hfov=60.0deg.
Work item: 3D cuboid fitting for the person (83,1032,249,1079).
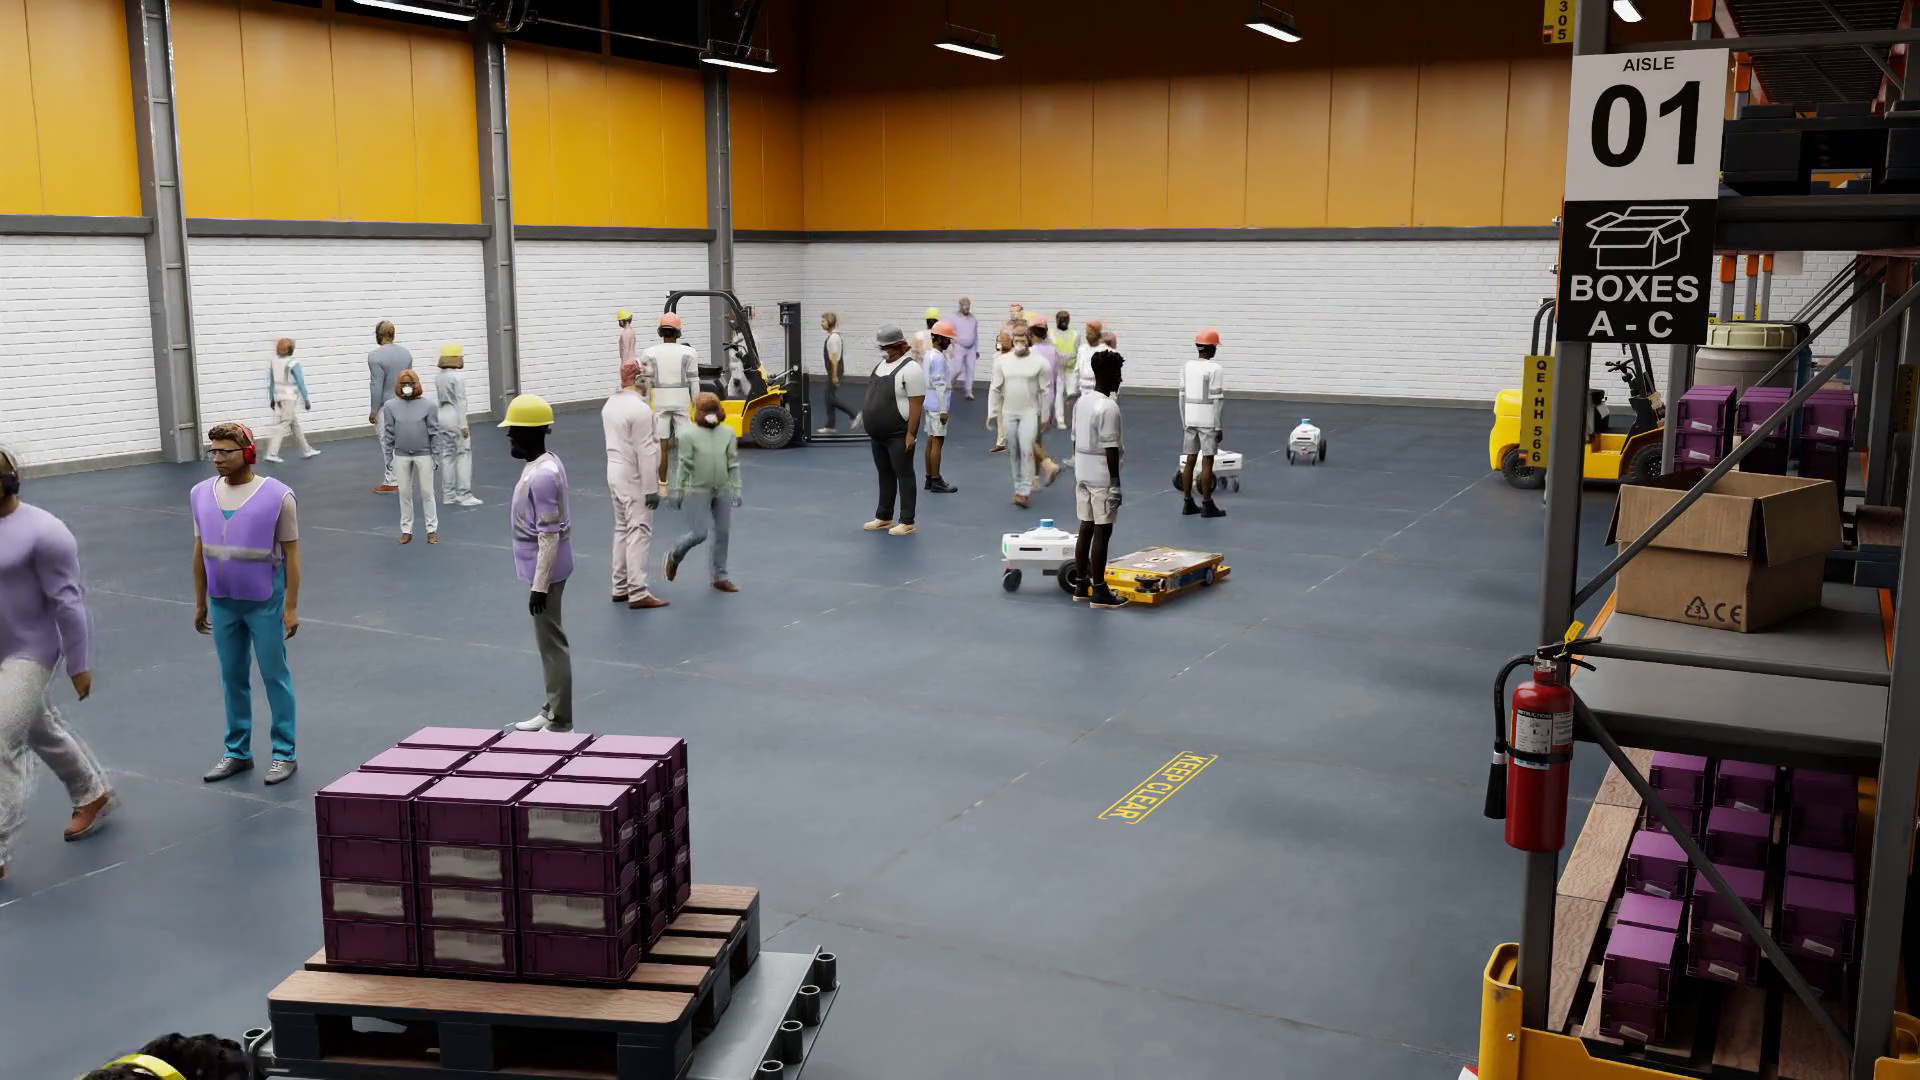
[{"bbox_3d":[-0.982,1.478,1.831,0.539,1.827,0.958,5,11,28],"label":"person"}]

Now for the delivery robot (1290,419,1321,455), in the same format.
[{"bbox_3d":[4.433,-1.309,21.337,0.477,0.478,0.707,3,10,15],"label":"delivery robot"}]

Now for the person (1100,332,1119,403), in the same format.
[{"bbox_3d":[1.974,-1.951,22.183,0.308,1.641,0.510,1,10,4],"label":"person"}]

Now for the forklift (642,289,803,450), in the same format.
[{"bbox_3d":[-3.358,-2.392,23.136,2.313,2.155,1.214,-1,10,-5],"label":"forklift"}]

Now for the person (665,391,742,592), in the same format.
[{"bbox_3d":[-2.032,-0.382,13.176,0.504,1.613,0.497,-9,13,-41],"label":"person"}]

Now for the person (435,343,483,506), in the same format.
[{"bbox_3d":[-5.393,-1.236,17.773,0.505,1.736,0.324,8,13,40],"label":"person"}]

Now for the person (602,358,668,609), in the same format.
[{"bbox_3d":[-2.465,-0.434,12.669,0.395,1.898,0.653,-7,12,-34],"label":"person"}]

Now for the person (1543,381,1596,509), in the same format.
[{"bbox_3d":[6.255,-1.146,17.081,0.621,1.787,0.903,-3,10,-16],"label":"person"}]

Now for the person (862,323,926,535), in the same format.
[{"bbox_3d":[-0.671,-1.067,15.908,0.536,2.000,0.676,-8,12,-38],"label":"person"}]

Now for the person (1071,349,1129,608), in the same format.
[{"bbox_3d":[1.067,-0.469,12.664,0.362,1.962,0.614,-4,11,-21],"label":"person"}]

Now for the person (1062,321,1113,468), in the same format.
[{"bbox_3d":[1.643,-1.831,20.956,0.951,1.839,0.587,-7,12,-33],"label":"person"}]

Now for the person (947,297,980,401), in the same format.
[{"bbox_3d":[0.045,-3.498,30.426,0.644,1.887,0.626,-6,11,-30],"label":"person"}]

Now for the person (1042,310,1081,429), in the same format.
[{"bbox_3d":[1.564,-2.629,25.586,0.632,1.824,0.638,-2,10,-14],"label":"person"}]

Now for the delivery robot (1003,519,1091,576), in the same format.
[{"bbox_3d":[0.693,0.075,13.324,0.707,0.478,0.477,1,10,4],"label":"delivery robot"}]

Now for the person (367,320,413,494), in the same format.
[{"bbox_3d":[-6.384,-1.488,18.636,0.359,1.938,0.635,4,11,22],"label":"person"}]

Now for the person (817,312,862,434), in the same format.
[{"bbox_3d":[-1.802,-2.471,24.674,0.608,1.828,0.507,-1,10,-5],"label":"person"}]

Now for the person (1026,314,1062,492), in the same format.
[{"bbox_3d":[0.908,-1.513,18.612,0.617,2.008,0.630,-8,13,-39],"label":"person"}]

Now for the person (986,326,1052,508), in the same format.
[{"bbox_3d":[0.597,-1.286,17.576,0.644,1.908,0.849,4,10,20],"label":"person"}]

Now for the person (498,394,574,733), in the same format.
[{"bbox_3d":[-2.300,0.166,9.097,0.370,1.928,0.585,-3,10,-14],"label":"person"}]

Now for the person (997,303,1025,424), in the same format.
[{"bbox_3d":[0.872,-2.762,26.111,0.639,1.909,0.406,5,11,26],"label":"person"}]

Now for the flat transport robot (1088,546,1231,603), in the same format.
[{"bbox_3d":[1.578,0.263,13.327,0.652,0.197,1.431,6,12,33],"label":"flat transport robot"}]

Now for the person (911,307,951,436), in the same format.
[{"bbox_3d":[-0.414,-2.470,24.455,0.582,1.894,0.935,-3,10,-19],"label":"person"}]

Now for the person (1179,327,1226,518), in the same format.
[{"bbox_3d":[2.485,-1.202,16.985,0.378,1.938,0.547,-8,13,-39],"label":"person"}]

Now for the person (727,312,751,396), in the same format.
[{"bbox_3d":[-3.188,-2.423,24.347,0.973,1.840,0.583,-5,11,-25],"label":"person"}]

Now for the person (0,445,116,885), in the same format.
[{"bbox_3d":[-4.113,0.505,7.262,0.640,1.893,1.041,3,10,16],"label":"person"}]

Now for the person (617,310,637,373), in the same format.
[{"bbox_3d":[-5.453,-2.888,27.252,0.315,1.766,0.523,1,10,4],"label":"person"}]

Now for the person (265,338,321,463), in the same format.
[{"bbox_3d":[-8.660,-1.802,21.461,0.538,1.587,0.885,6,11,31],"label":"person"}]

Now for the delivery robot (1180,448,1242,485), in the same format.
[{"bbox_3d":[2.829,-0.861,18.739,0.707,0.478,0.477,-6,12,-31],"label":"delivery robot"}]

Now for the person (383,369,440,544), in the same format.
[{"bbox_3d":[-5.056,-0.765,15.368,0.501,1.626,0.281,-1,10,-6],"label":"person"}]

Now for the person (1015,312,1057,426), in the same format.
[{"bbox_3d":[1.075,-2.640,25.809,0.894,1.770,0.581,1,10,8],"label":"person"}]

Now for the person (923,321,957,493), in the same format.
[{"bbox_3d":[-0.228,-1.499,18.738,0.372,1.928,0.543,-3,10,-14],"label":"person"}]

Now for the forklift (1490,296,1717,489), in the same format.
[{"bbox_3d":[7.296,-1.677,18.993,2.313,2.155,1.214,5,11,27],"label":"forklift"}]

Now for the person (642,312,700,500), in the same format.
[{"bbox_3d":[-3.153,-1.463,18.191,0.613,2.041,0.393,-1,10,-7],"label":"person"}]

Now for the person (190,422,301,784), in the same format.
[{"bbox_3d":[-3.621,0.316,8.463,0.570,1.845,0.380,2,10,9],"label":"person"}]

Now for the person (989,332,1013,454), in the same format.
[{"bbox_3d":[0.605,-1.972,22.321,0.267,1.632,0.507,-9,13,-42],"label":"person"}]
